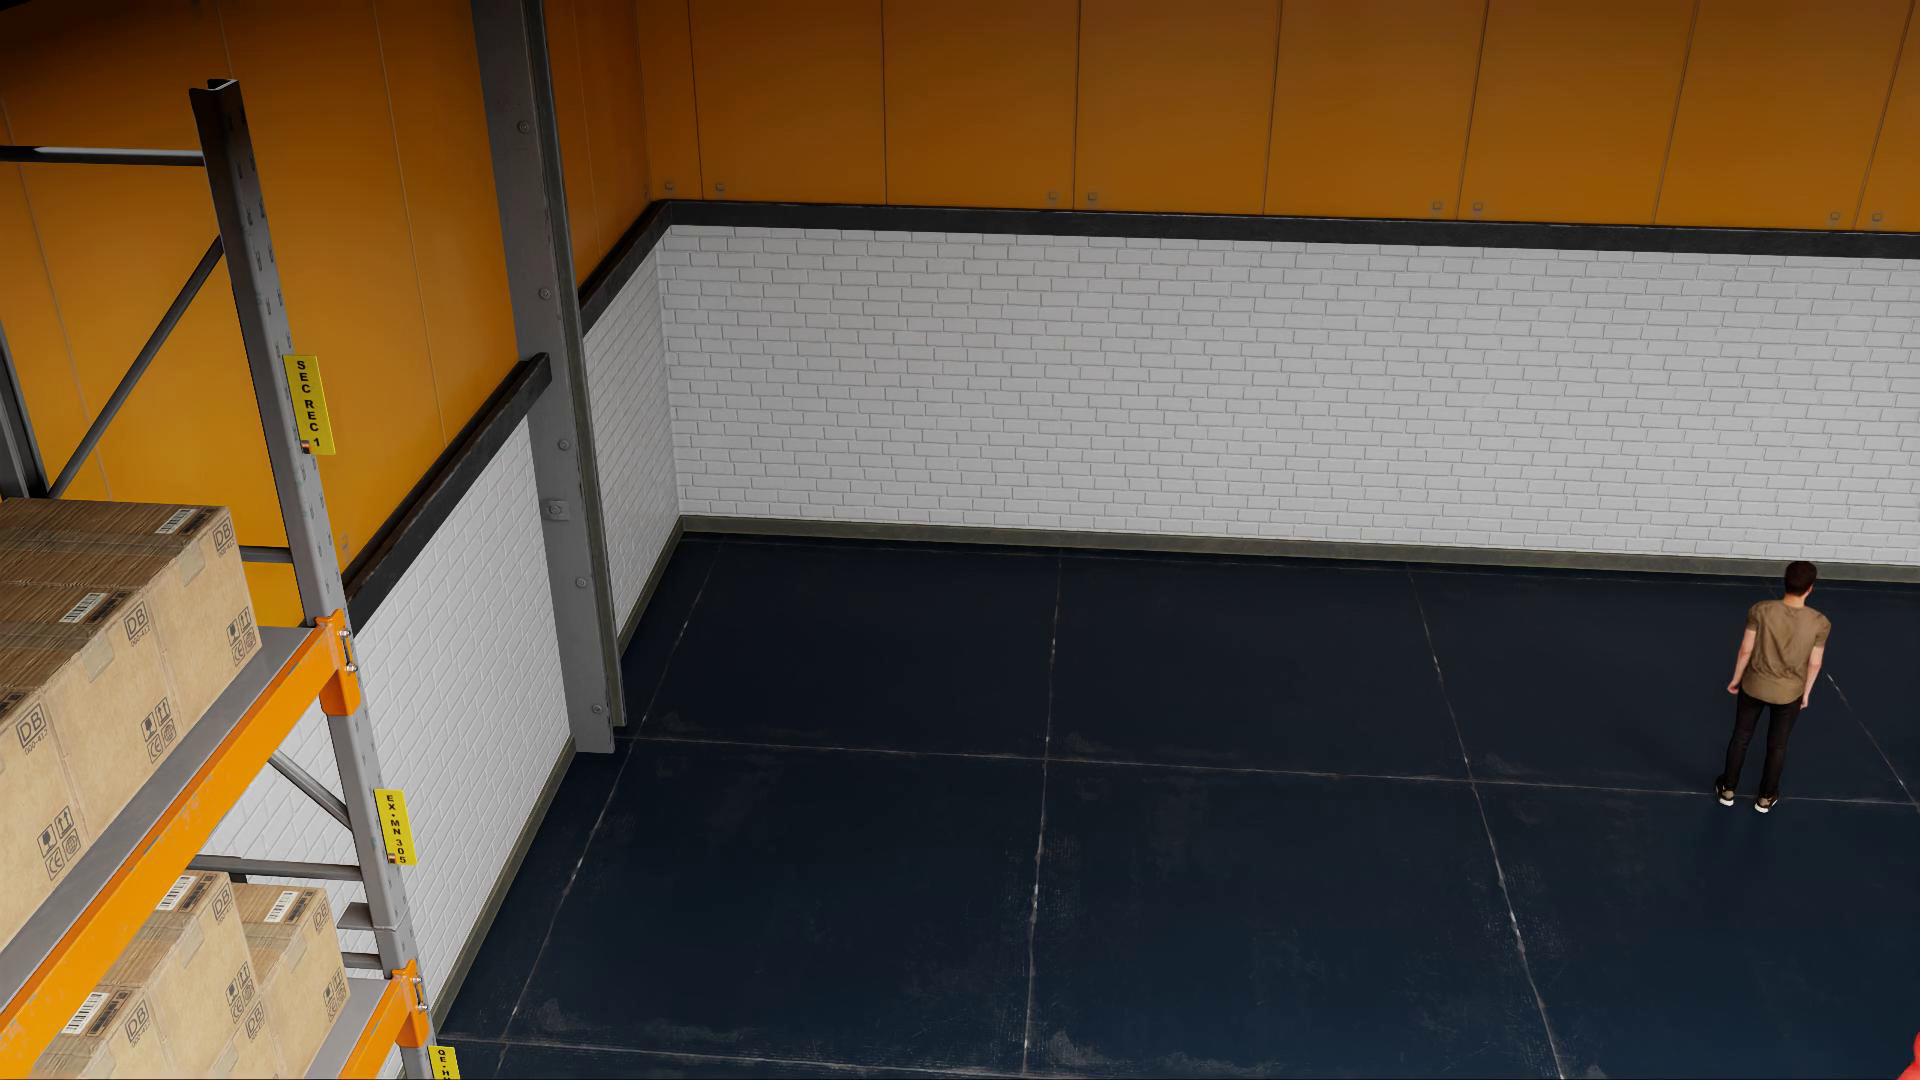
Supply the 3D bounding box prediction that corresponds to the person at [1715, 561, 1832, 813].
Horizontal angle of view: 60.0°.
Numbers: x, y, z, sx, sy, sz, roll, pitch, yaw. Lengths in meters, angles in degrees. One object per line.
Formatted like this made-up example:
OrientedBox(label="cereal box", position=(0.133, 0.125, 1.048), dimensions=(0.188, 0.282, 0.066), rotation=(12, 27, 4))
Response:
OrientedBox(label="person", position=(5.407, 0.978, 11.077), dimensions=(0.743, 1.848, 0.719), rotation=(15, 32, 25))
